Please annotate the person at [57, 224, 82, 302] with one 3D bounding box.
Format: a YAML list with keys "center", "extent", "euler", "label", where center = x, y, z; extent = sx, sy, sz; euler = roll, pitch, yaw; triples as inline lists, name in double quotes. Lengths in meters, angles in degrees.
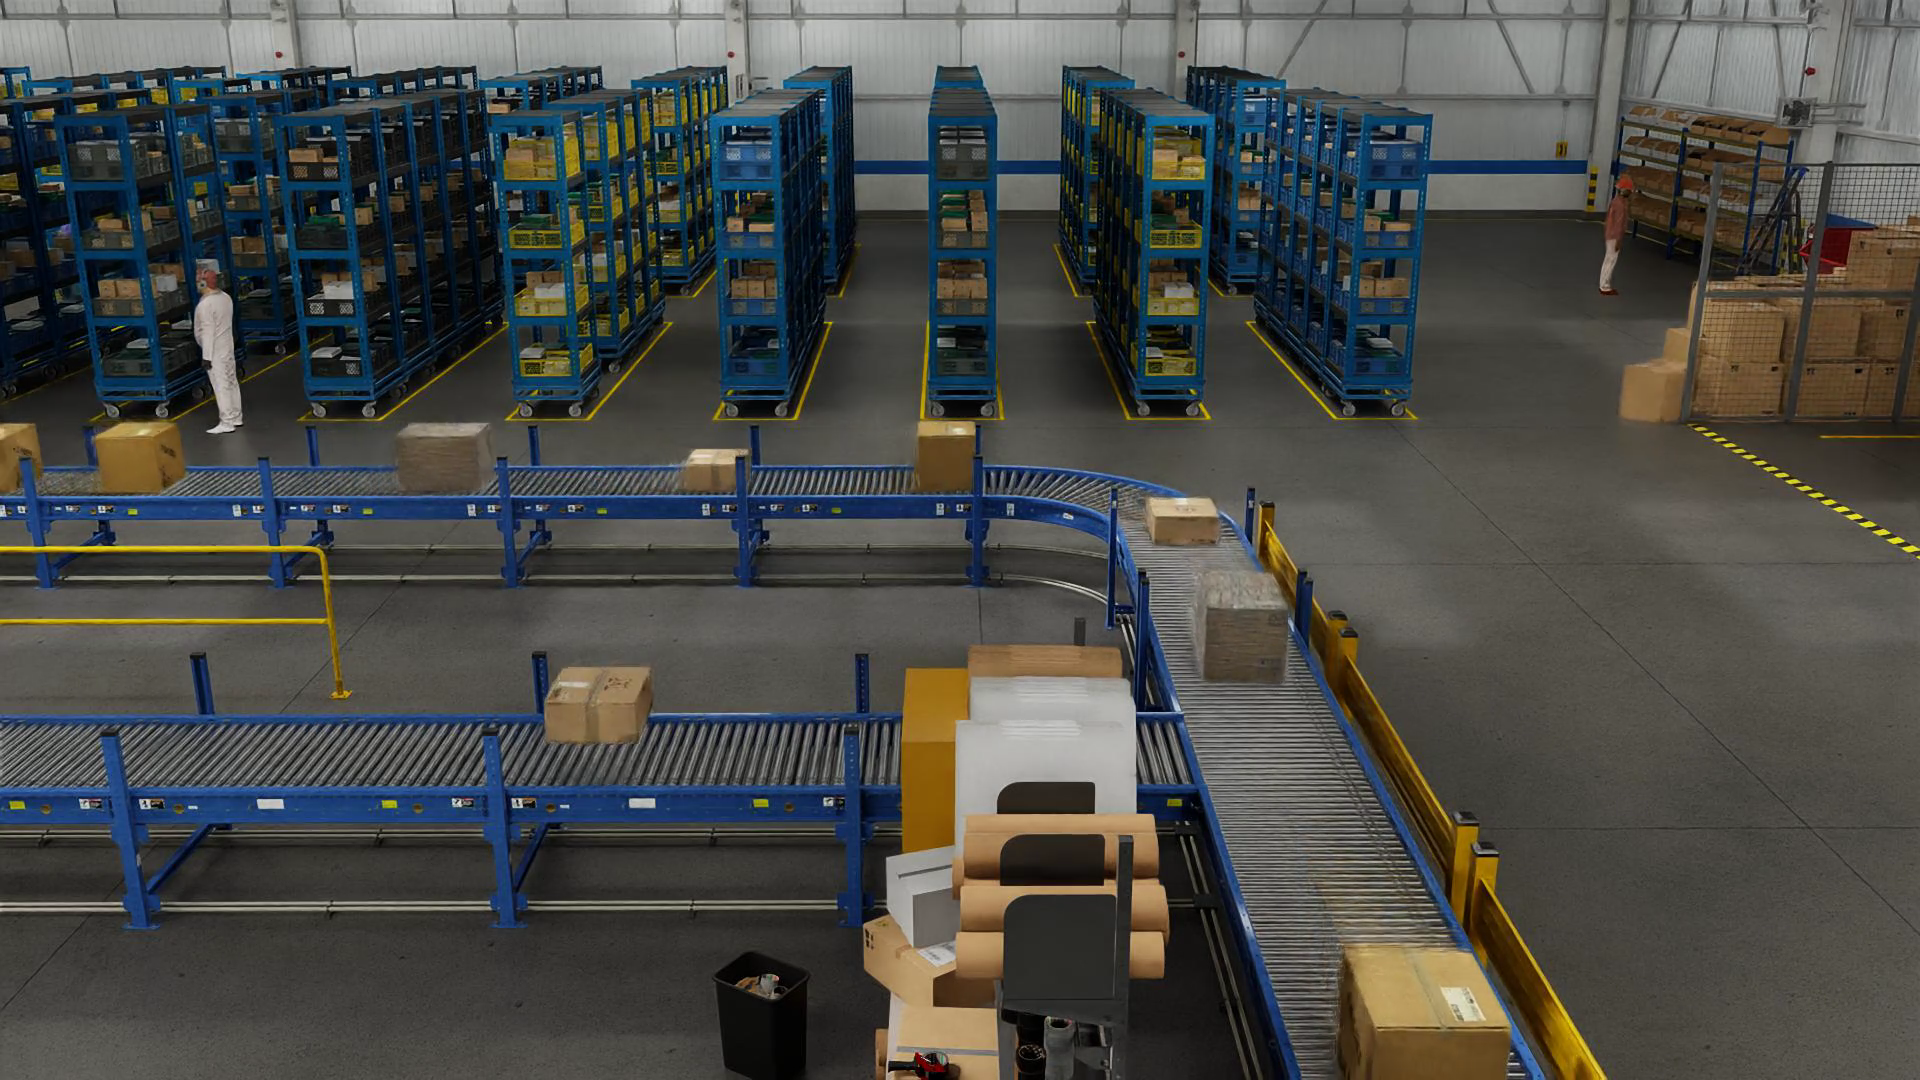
- center: [-14.012, -4.305, 25.971]
  extent: [0.823, 1.814, 0.570]
  euler: [-6, 19, -17]
  label: "person"

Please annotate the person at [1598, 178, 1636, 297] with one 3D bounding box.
- center: [11.163, -5.137, 28.264]
  extent: [0.412, 1.987, 0.607]
  euler: [3, 18, 10]
  label: "person"

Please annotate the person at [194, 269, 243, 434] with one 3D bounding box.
- center: [-8.643, -2.194, 19.314]
  extent: [0.410, 1.909, 0.643]
  euler: [0, 18, -1]
  label: "person"
